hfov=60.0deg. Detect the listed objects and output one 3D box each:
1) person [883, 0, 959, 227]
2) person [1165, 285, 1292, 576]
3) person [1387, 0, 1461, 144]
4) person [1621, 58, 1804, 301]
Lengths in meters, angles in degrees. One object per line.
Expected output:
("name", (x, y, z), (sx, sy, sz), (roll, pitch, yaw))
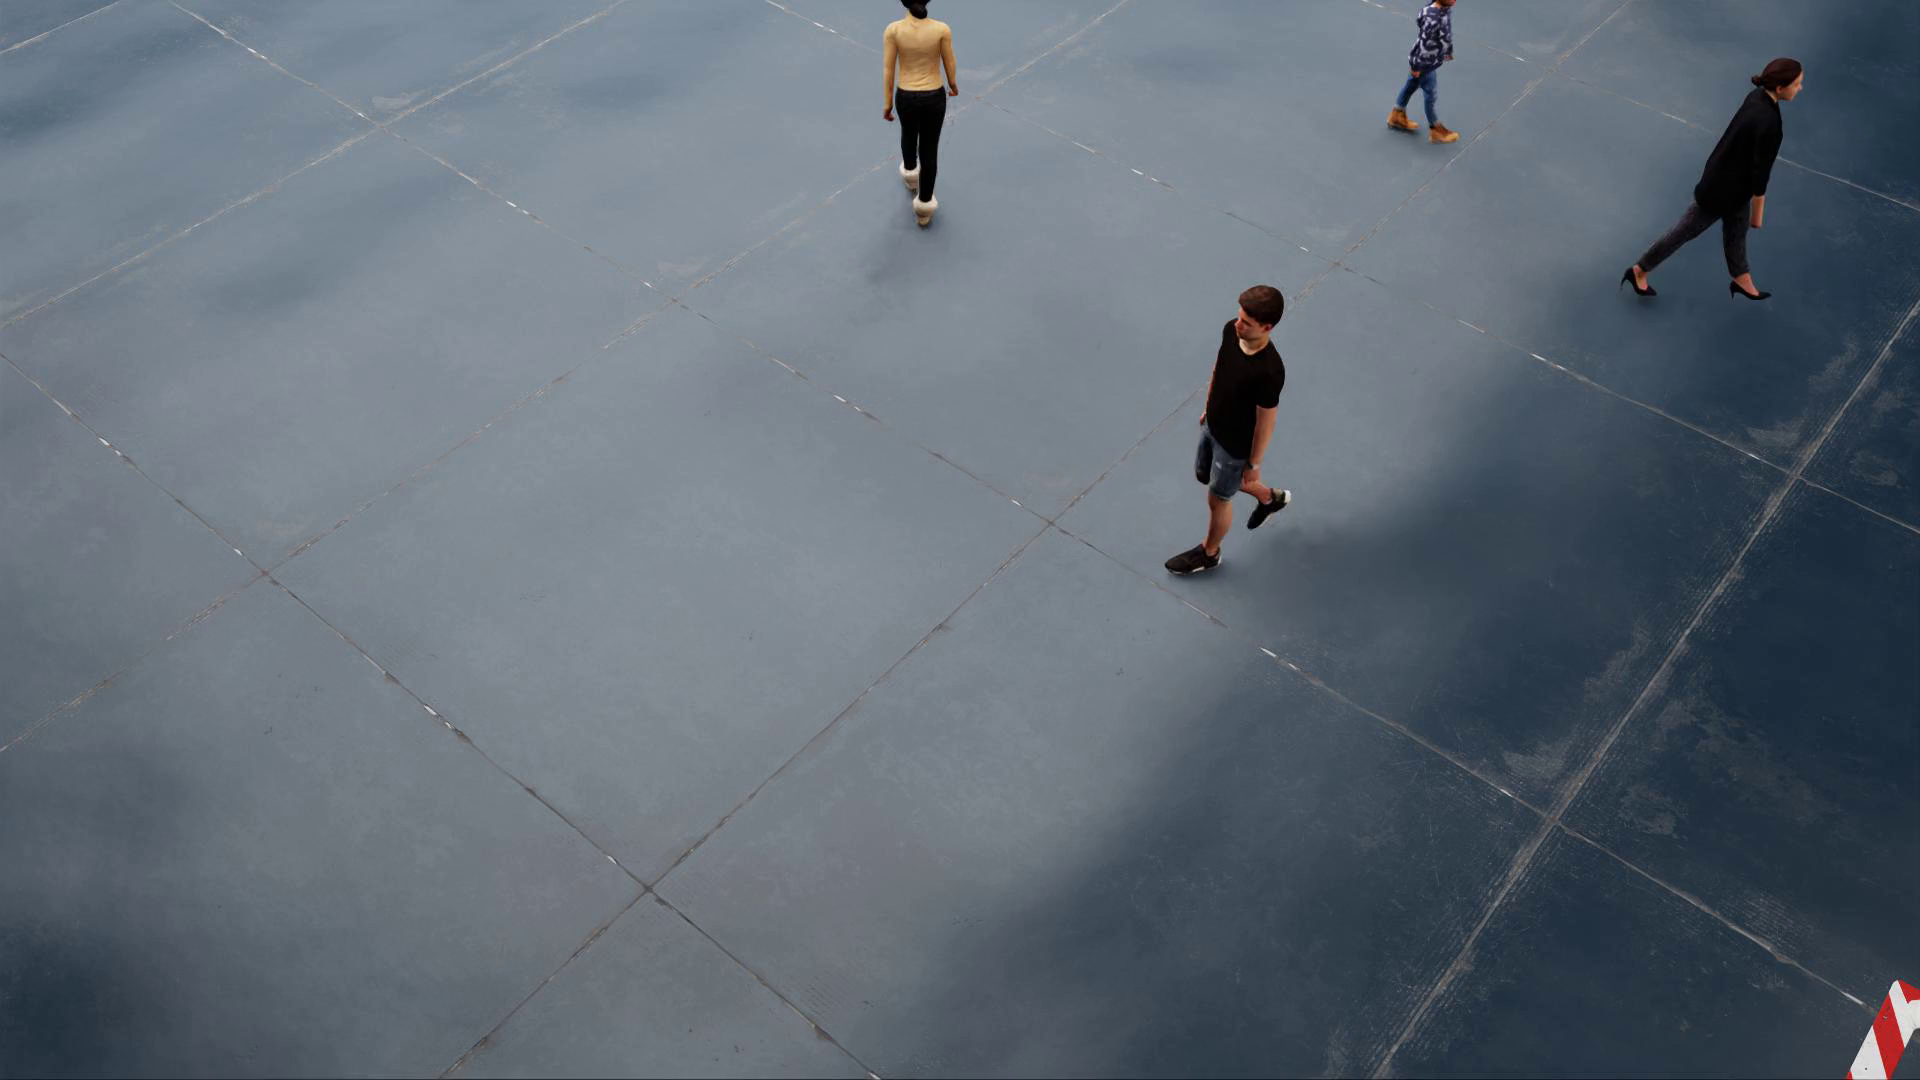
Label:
("person", (-0.260, -2.721, 10.467), (0.939, 1.634, 0.942), (5, 47, 5))
("person", (1.452, -0.556, 8.328), (1.017, 1.837, 1.023), (-13, 49, -12))
("person", (3.125, -3.310, 11.287), (0.792, 1.231, 0.579), (24, 52, 21))
("person", (4.443, -2.070, 9.847), (1.223, 1.661, 0.993), (10, 48, 9))
